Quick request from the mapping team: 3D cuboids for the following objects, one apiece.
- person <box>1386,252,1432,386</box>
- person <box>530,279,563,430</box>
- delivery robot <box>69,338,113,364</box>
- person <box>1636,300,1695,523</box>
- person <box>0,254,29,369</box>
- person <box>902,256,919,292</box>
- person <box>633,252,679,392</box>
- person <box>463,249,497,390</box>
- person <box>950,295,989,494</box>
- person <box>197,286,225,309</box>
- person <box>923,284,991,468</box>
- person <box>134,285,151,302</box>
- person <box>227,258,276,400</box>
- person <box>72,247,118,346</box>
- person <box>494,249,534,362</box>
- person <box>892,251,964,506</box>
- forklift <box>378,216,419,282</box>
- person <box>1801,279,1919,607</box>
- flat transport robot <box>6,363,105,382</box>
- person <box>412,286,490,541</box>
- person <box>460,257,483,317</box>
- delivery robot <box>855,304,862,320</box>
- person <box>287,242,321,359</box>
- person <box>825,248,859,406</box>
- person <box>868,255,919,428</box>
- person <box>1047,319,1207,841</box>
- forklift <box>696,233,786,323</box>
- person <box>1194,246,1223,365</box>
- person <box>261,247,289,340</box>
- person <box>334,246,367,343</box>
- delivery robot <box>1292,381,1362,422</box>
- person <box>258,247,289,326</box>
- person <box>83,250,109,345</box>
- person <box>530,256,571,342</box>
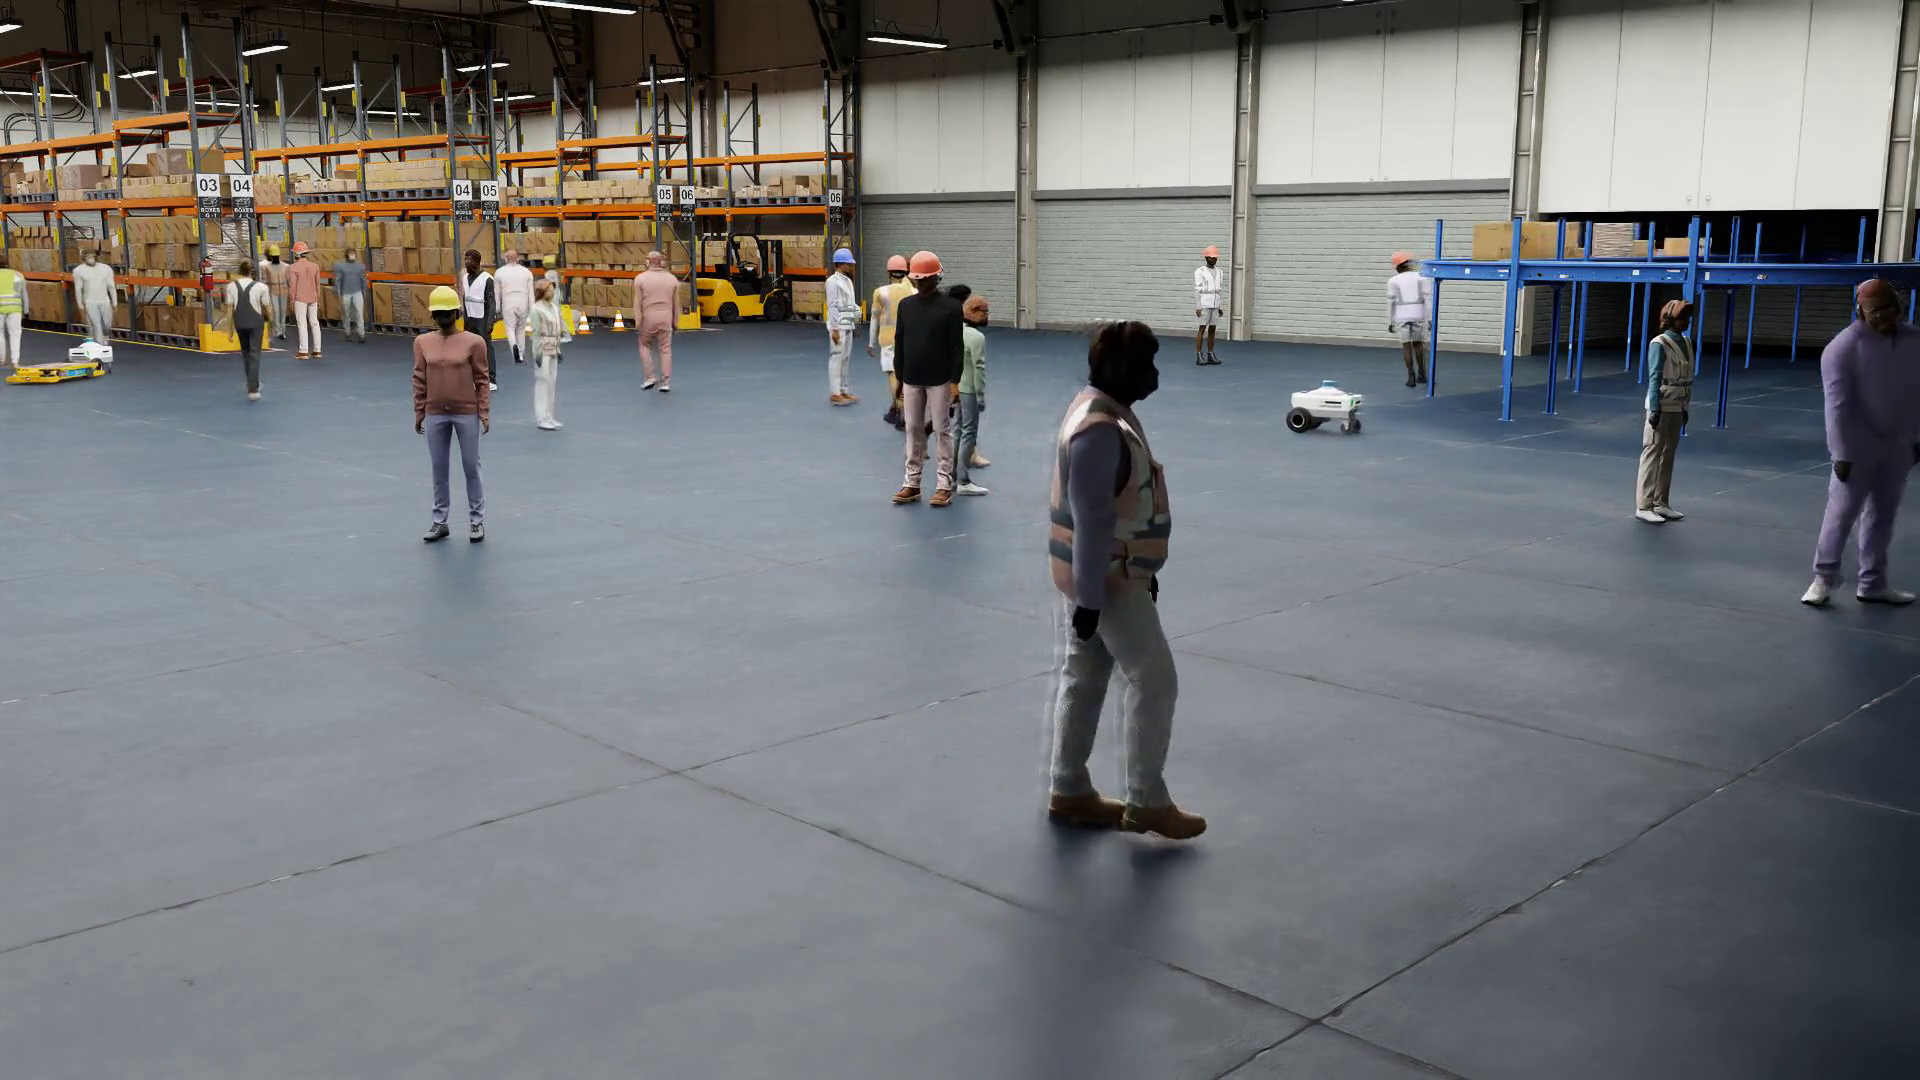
[{"bbox_3d":[6.329,-3.124,23.500,0.630,1.875,0.497,1,10,4],"label":"person"},{"bbox_3d":[-4.542,-2.043,18.278,0.310,1.640,0.522,2,11,11],"label":"person"},{"bbox_3d":[-13.332,-2.855,25.509,0.477,0.478,0.707,0,10,2],"label":"delivery robot"},{"bbox_3d":[5.247,-0.956,12.338,0.522,1.638,0.310,-9,14,-41],"label":"person"},{"bbox_3d":[-15.243,-3.647,26.572,0.652,1.794,0.961,-7,12,-33],"label":"person"},{"bbox_3d":[-0.807,-3.668,26.752,0.634,1.790,0.931,-4,11,-19],"label":"person"},{"bbox_3d":[-4.157,-2.979,22.696,0.674,1.882,0.658,-6,12,-28],"label":"person"},{"bbox_3d":[-6.589,-3.018,22.822,0.597,1.916,0.371,8,13,36],"label":"person"},{"bbox_3d":[0.085,-1.200,13.725,0.317,1.621,0.515,-4,11,-19],"label":"person"},{"bbox_3d":[-15.909,-5.149,35.273,0.815,1.601,0.526,10,14,44],"label":"person"},{"bbox_3d":[-0.074,-1.520,15.312,0.726,1.676,0.538,8,13,35],"label":"person"},{"bbox_3d":[-21.872,-6.908,44.392,0.617,1.796,0.584,-8,13,-38],"label":"person"},{"bbox_3d":[-9.187,-2.744,21.636,0.532,1.800,0.921,-1,10,-4],"label":"person"},{"bbox_3d":[-14.778,-4.046,28.439,0.659,1.909,0.724,-7,12,-32],"label":"person"},{"bbox_3d":[-7.409,-3.889,27.701,0.660,1.881,0.762,-4,11,-21],"label":"person"},{"bbox_3d":[-0.264,-1.269,13.098,0.609,1.986,0.390,5,12,27],"label":"person"},{"bbox_3d":[-17.868,-9.201,54.028,1.873,2.768,1.129,-10,14,-44],"label":"forklift"},{"bbox_3d":[5.221,-0.538,9.452,0.725,1.869,0.395,-3,11,-17],"label":"person"},{"bbox_3d":[-13.302,-2.476,24.476,0.652,0.197,1.431,0,10,2],"label":"flat transport robot"},{"bbox_3d":[-3.526,-0.870,11.528,0.535,1.765,0.322,0,10,1],"label":"person"},{"bbox_3d":[-7.717,-3.648,26.443,0.427,1.850,0.735,-4,11,-23],"label":"person"},{"bbox_3d":[-2.557,-5.479,39.820,0.477,0.478,0.707,-2,10,-10],"label":"delivery robot"},{"bbox_3d":[-11.308,-4.135,28.695,0.375,1.997,0.612,6,12,32],"label":"person"},{"bbox_3d":[-1.479,-2.680,20.892,0.401,1.946,0.612,3,11,17],"label":"person"},{"bbox_3d":[-0.698,-2.214,18.493,0.543,1.903,0.963,-5,11,-24],"label":"person"},{"bbox_3d":[0.631,0.141,5.879,0.700,1.821,0.630,1,10,3],"label":"person"},{"bbox_3d":[-5.496,-6.489,41.108,2.313,2.155,1.214,-10,14,-44],"label":"forklift"},{"bbox_3d":[4.103,-3.849,27.301,0.546,1.937,0.364,-6,12,-31],"label":"person"},{"bbox_3d":[-13.887,-5.028,33.903,0.589,1.875,0.993,-7,12,-33],"label":"person"},{"bbox_3d":[-12.112,-4.881,33.073,0.637,1.900,0.997,-6,12,-28],"label":"person"},{"bbox_3d":[3.972,-1.480,18.015,0.707,0.478,0.477,6,12,29],"label":"delivery robot"},{"bbox_3d":[-15.998,-5.883,38.704,0.592,1.840,1.006,-9,14,-41],"label":"person"},{"bbox_3d":[-16.768,-4.691,32.173,0.865,1.832,0.543,10,14,44],"label":"person"},{"bbox_3d":[-8.136,-4.775,32.991,0.895,1.688,0.504,1,10,6],"label":"person"}]
